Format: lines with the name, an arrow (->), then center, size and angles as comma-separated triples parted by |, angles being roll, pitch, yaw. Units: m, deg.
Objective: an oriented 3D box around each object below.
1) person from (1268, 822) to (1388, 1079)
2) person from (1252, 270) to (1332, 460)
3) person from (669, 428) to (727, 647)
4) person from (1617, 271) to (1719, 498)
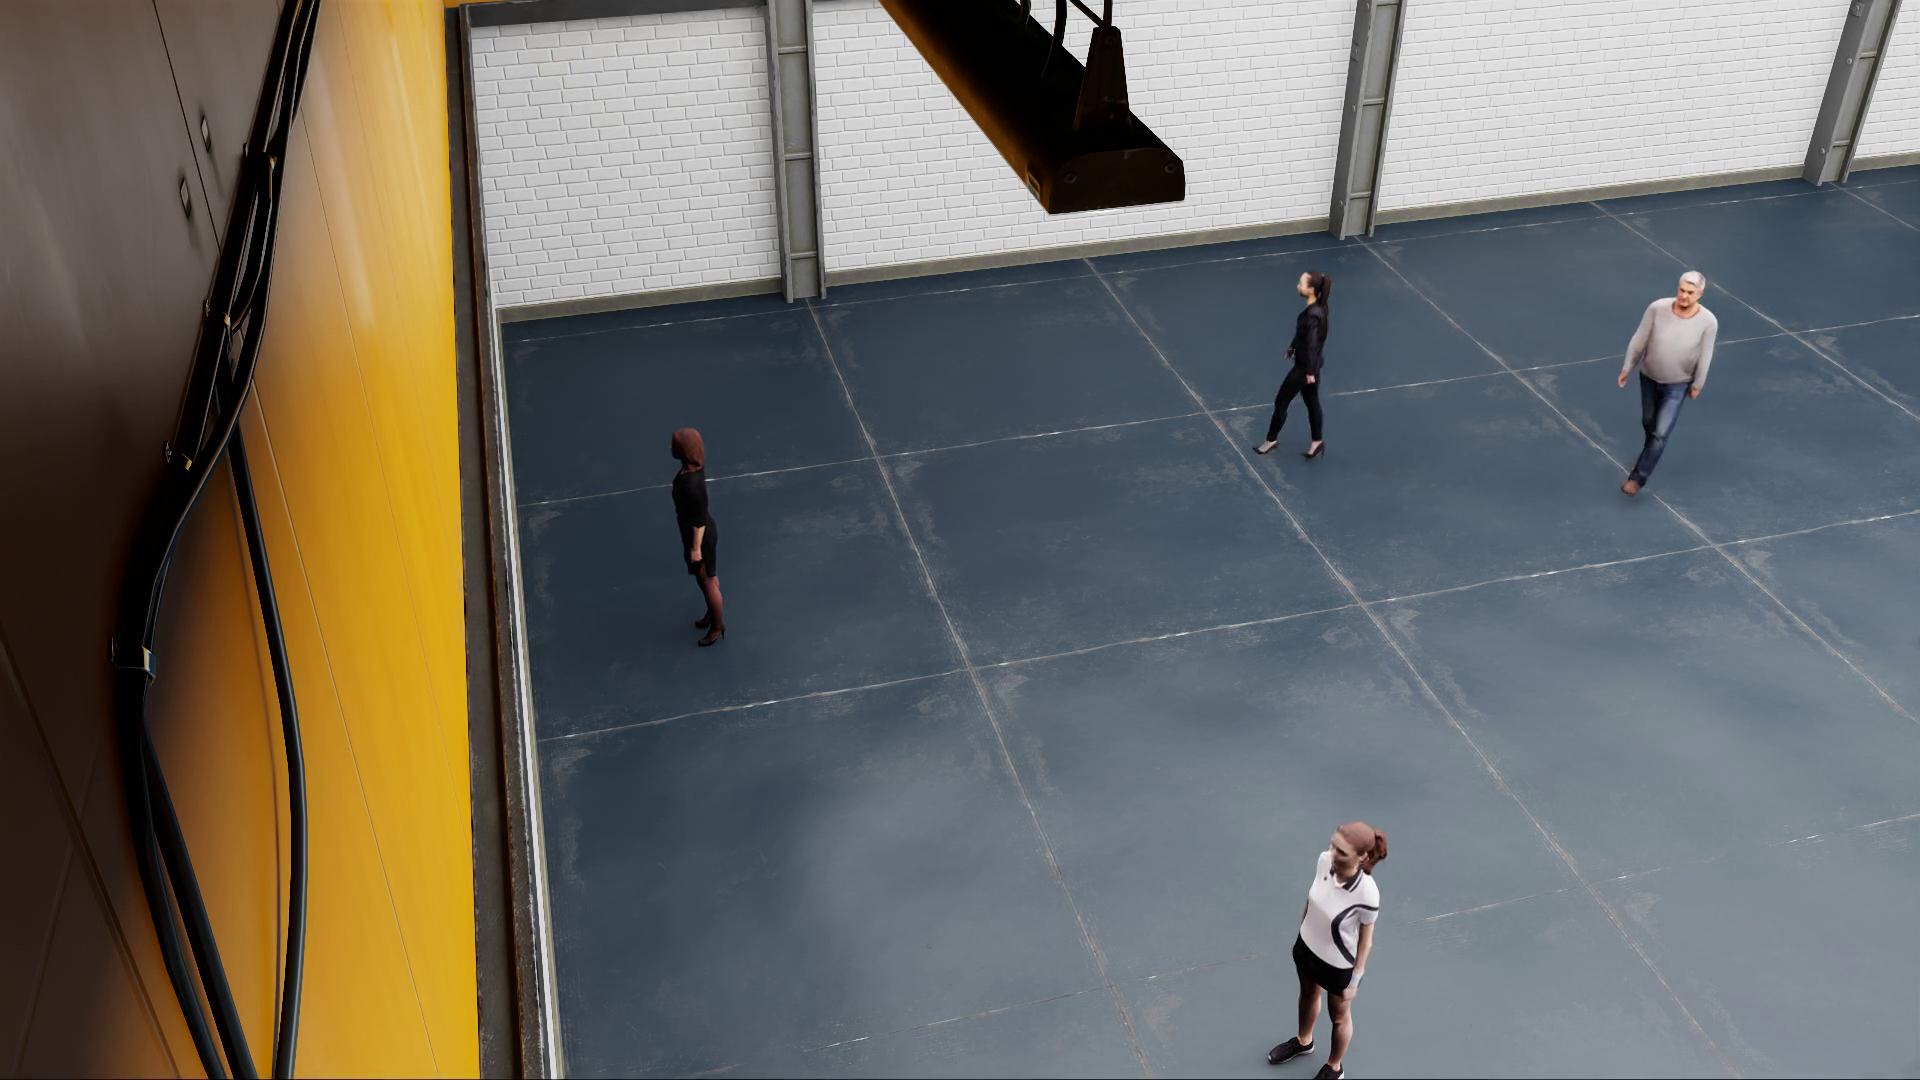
person -> 1.859, 2.068, 8.305 | 0.653, 1.752, 0.634 | -20, 39, -28
person -> 2.914, -1.398, 13.579 | 0.940, 1.686, 0.832 | 11, 35, 15
person -> -1.802, -0.026, 11.497 | 0.513, 1.705, 0.601 | -6, 34, -9
person -> 5.662, -1.306, 13.295 | 1.155, 1.847, 1.343 | 28, 42, 35
